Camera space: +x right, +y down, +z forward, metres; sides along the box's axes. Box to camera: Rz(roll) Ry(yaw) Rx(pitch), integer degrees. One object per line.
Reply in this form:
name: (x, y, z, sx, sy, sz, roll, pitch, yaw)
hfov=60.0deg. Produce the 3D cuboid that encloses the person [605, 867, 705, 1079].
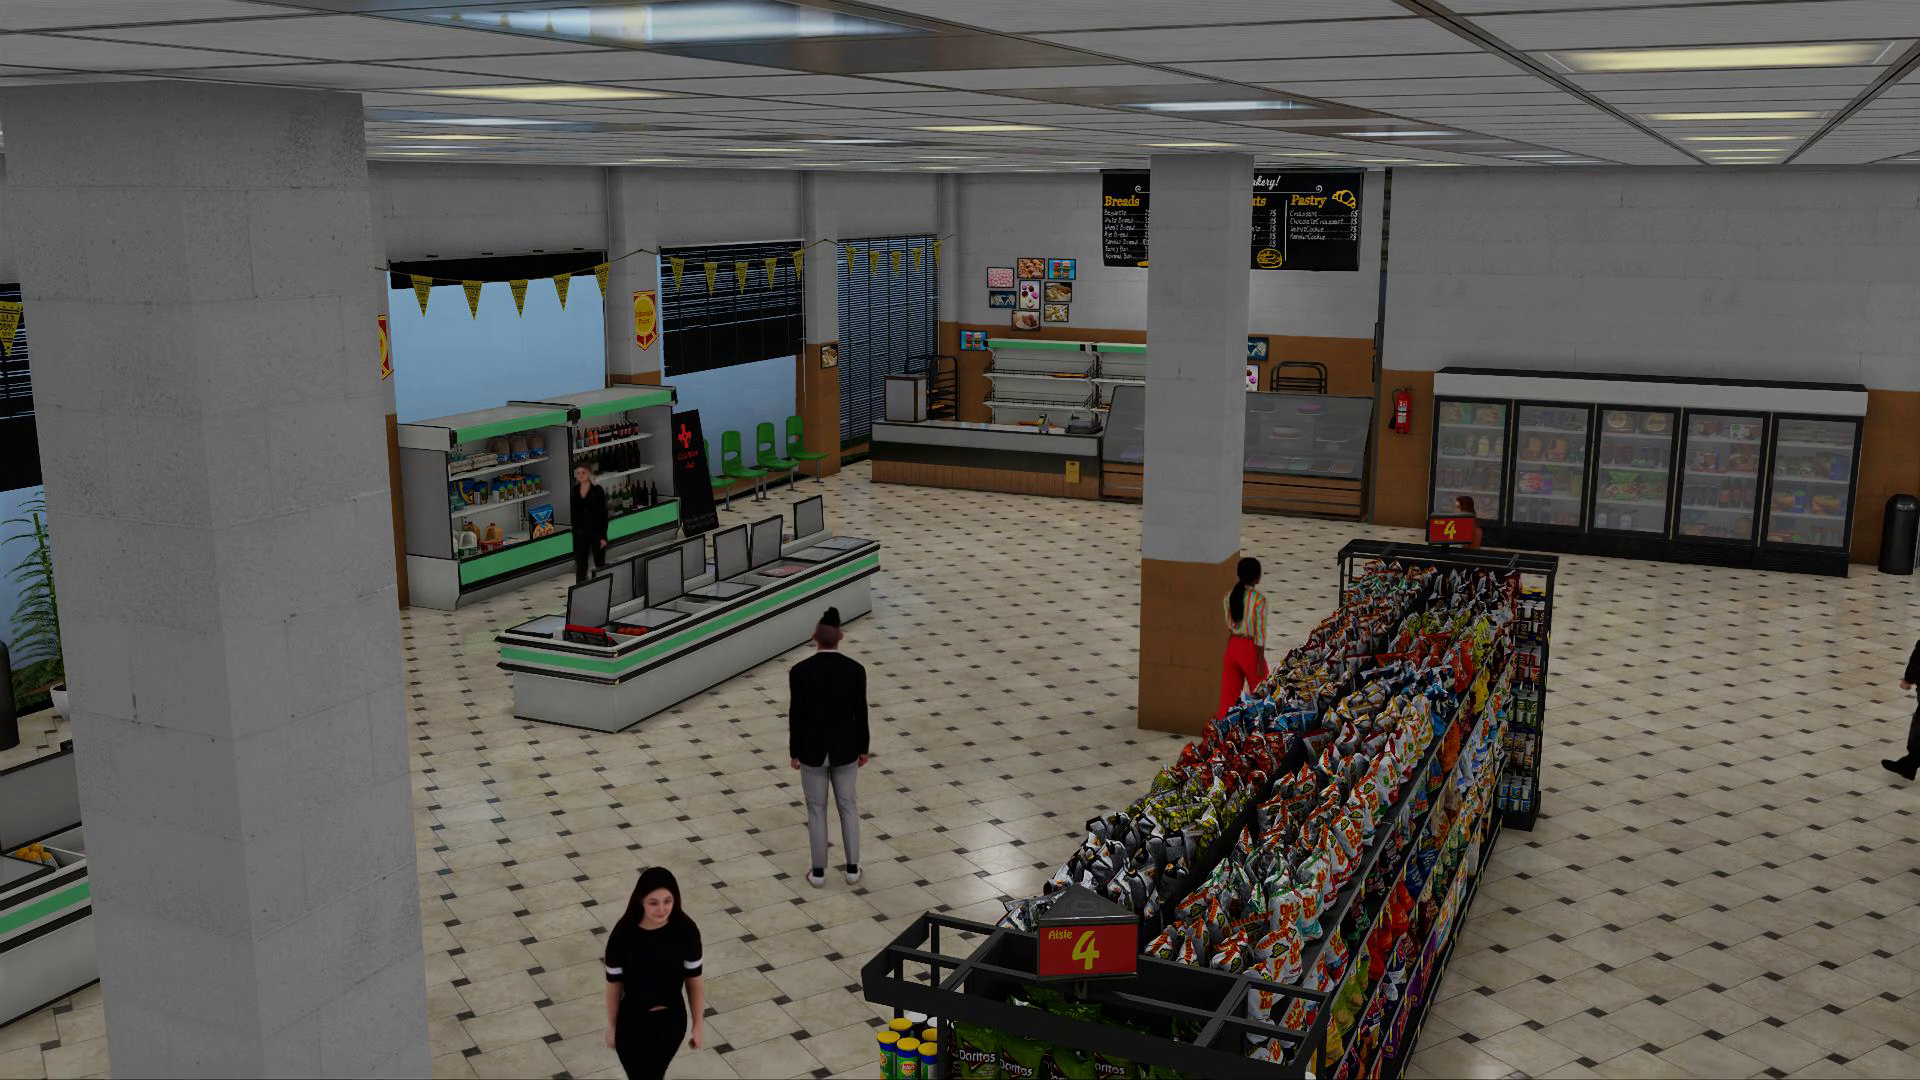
person: (-1.481, 2.299, 7.970, 1.110, 1.589, 1.124, -5, 13, -22)

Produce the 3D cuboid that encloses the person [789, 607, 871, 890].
person: (-0.892, 1.403, 11.345, 0.796, 1.953, 0.817, -3, 12, -12)

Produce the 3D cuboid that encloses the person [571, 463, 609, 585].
person: (-4.173, -0.041, 18.956, 0.906, 1.640, 1.219, 1, 12, 5)

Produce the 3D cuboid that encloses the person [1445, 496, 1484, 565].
person: (5.169, 0.397, 16.757, 1.075, 1.690, 1.026, -4, 12, -18)

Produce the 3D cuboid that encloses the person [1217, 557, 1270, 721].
person: (2.254, 1.050, 13.515, 0.796, 1.749, 1.137, 10, 16, 40)
